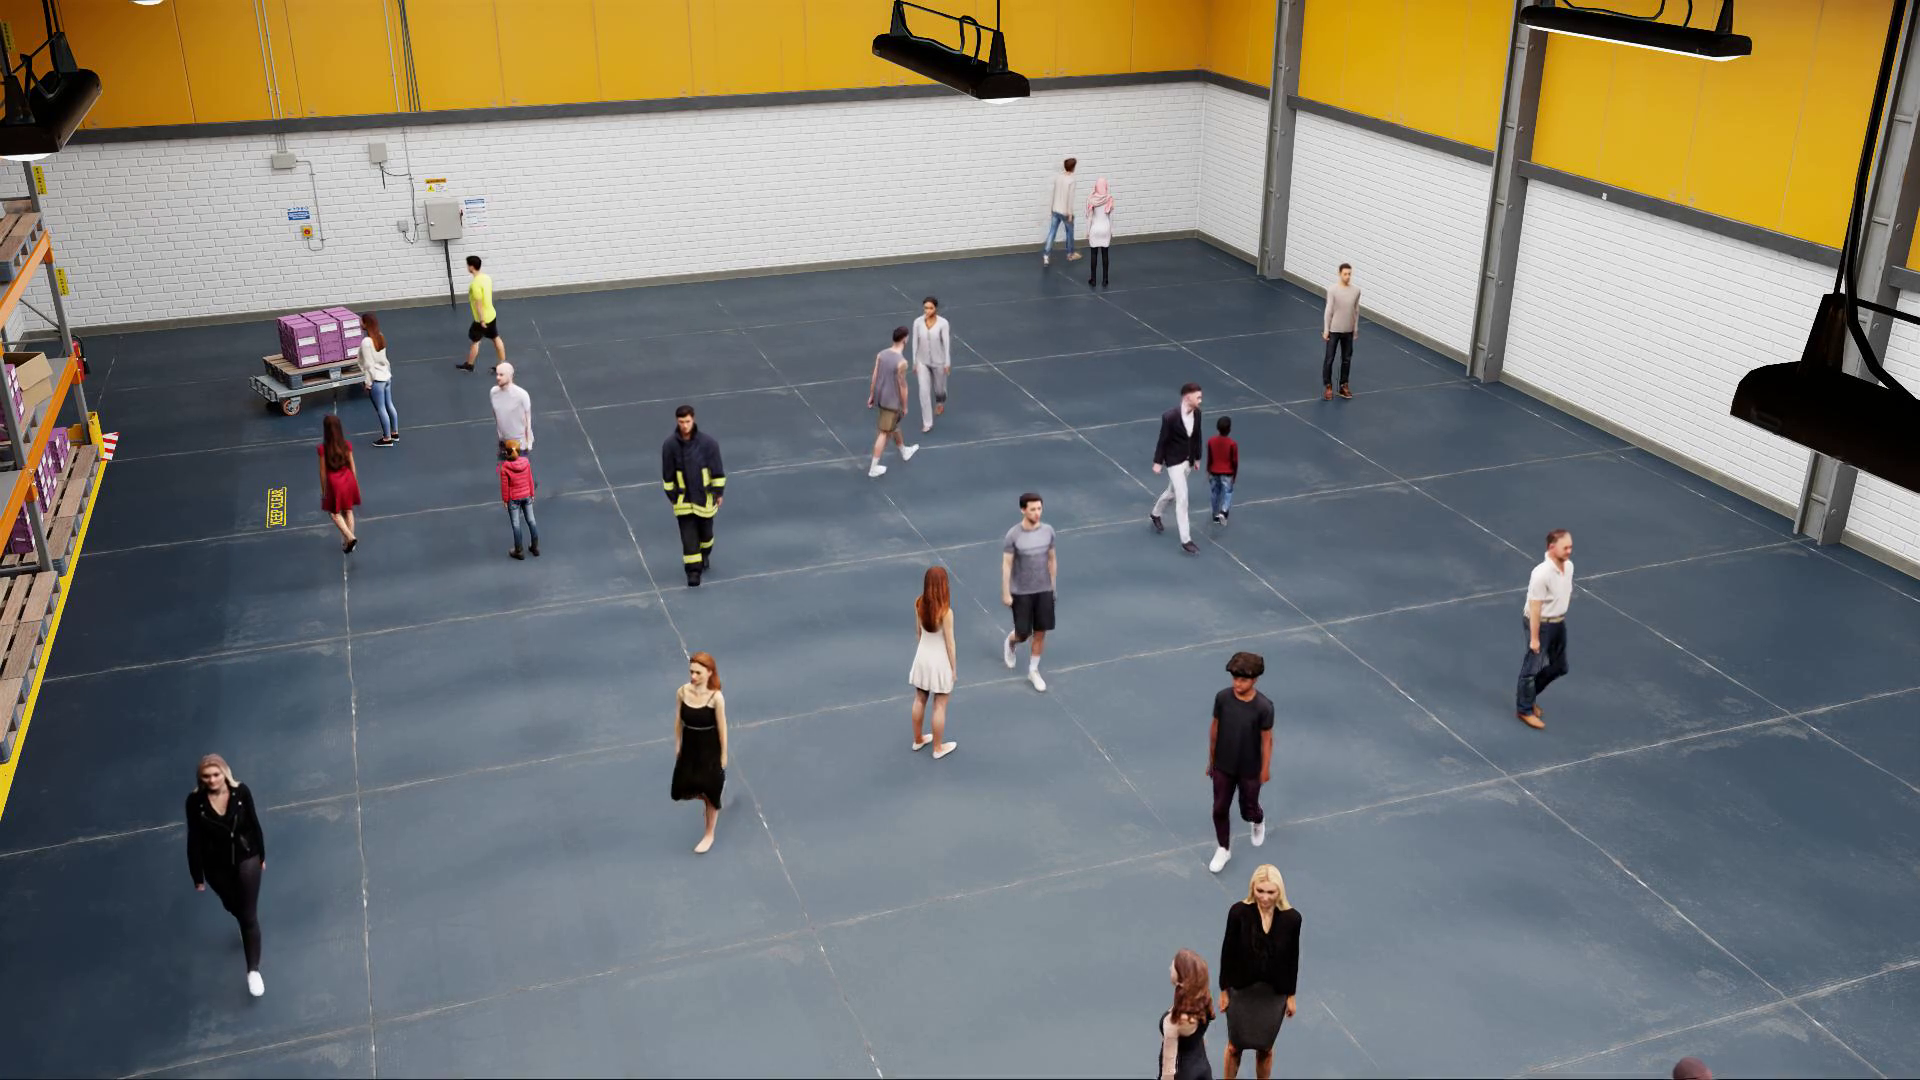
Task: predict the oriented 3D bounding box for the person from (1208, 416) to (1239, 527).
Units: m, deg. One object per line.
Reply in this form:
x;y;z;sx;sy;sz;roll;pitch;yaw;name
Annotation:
2.875;-0.740;18.370;0.667;1.246;0.738;8;25;18;person

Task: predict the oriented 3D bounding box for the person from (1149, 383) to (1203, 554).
2.309;-0.831;17.908;0.855;1.782;1.284;-12;26;-26;person

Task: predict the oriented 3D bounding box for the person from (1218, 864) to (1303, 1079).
1.743;2.690;9.778;0.684;1.843;0.675;1;24;3;person

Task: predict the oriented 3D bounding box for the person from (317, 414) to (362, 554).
-6.547;-0.562;17.598;0.717;1.538;0.870;-19;30;-37;person

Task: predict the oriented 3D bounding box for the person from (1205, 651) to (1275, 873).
2.095;1.604;12.357;0.897;1.767;0.944;12;26;26;person

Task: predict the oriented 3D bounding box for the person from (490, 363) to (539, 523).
-4.890;-1.125;18.538;0.938;1.816;0.999;10;25;21;person

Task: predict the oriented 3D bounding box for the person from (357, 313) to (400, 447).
-7.247;-2.003;20.702;0.769;1.692;0.655;4;24;9;person

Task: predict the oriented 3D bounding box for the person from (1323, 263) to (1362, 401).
5.108;-2.829;22.375;0.706;1.866;0.649;-4;24;-9;person

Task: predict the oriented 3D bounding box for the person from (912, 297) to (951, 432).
-0.357;-2.293;21.338;0.918;1.714;1.100;3;24;6;person

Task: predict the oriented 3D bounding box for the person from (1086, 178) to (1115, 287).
2.339;-5.148;27.758;0.694;1.804;0.685;-2;24;-4;person

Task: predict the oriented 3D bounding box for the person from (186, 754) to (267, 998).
-4.926;2.162;11.232;0.668;1.646;1.161;-10;25;-21;person

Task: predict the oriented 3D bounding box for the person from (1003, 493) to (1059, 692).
0.608;0.413;14.968;0.645;1.858;0.808;-9;25;-19;person

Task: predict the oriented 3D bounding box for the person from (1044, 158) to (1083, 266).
1.733;-5.643;28.843;1.296;1.841;1.195;18;30;36;person

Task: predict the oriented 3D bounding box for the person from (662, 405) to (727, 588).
-2.711;-0.511;17.063;0.924;1.874;1.231;-4;24;-9;person

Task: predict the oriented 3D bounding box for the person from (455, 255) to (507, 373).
-6.600;-3.143;23.330;0.993;1.676;1.021;6;24;12;person

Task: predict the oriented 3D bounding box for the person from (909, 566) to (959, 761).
-0.220;1.004;13.799;0.607;1.713;0.710;19;30;37;person

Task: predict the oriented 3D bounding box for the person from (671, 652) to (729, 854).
-1.919;1.559;12.646;0.800;1.618;0.874;8;25;18;person

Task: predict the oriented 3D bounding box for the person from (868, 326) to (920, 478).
-0.901;-1.598;19.678;1.144;1.781;1.034;21;31;39;person

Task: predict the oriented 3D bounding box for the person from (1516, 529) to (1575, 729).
4.942;0.718;14.291;0.707;1.842;0.716;-13;27;-27;person

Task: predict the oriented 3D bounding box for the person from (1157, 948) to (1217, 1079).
1.315;3.025;9.151;1.068;1.732;0.900;18;29;35;person

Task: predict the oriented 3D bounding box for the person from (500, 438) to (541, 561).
-4.660;-0.445;17.610;0.561;1.314;0.565;-18;29;-35;person
